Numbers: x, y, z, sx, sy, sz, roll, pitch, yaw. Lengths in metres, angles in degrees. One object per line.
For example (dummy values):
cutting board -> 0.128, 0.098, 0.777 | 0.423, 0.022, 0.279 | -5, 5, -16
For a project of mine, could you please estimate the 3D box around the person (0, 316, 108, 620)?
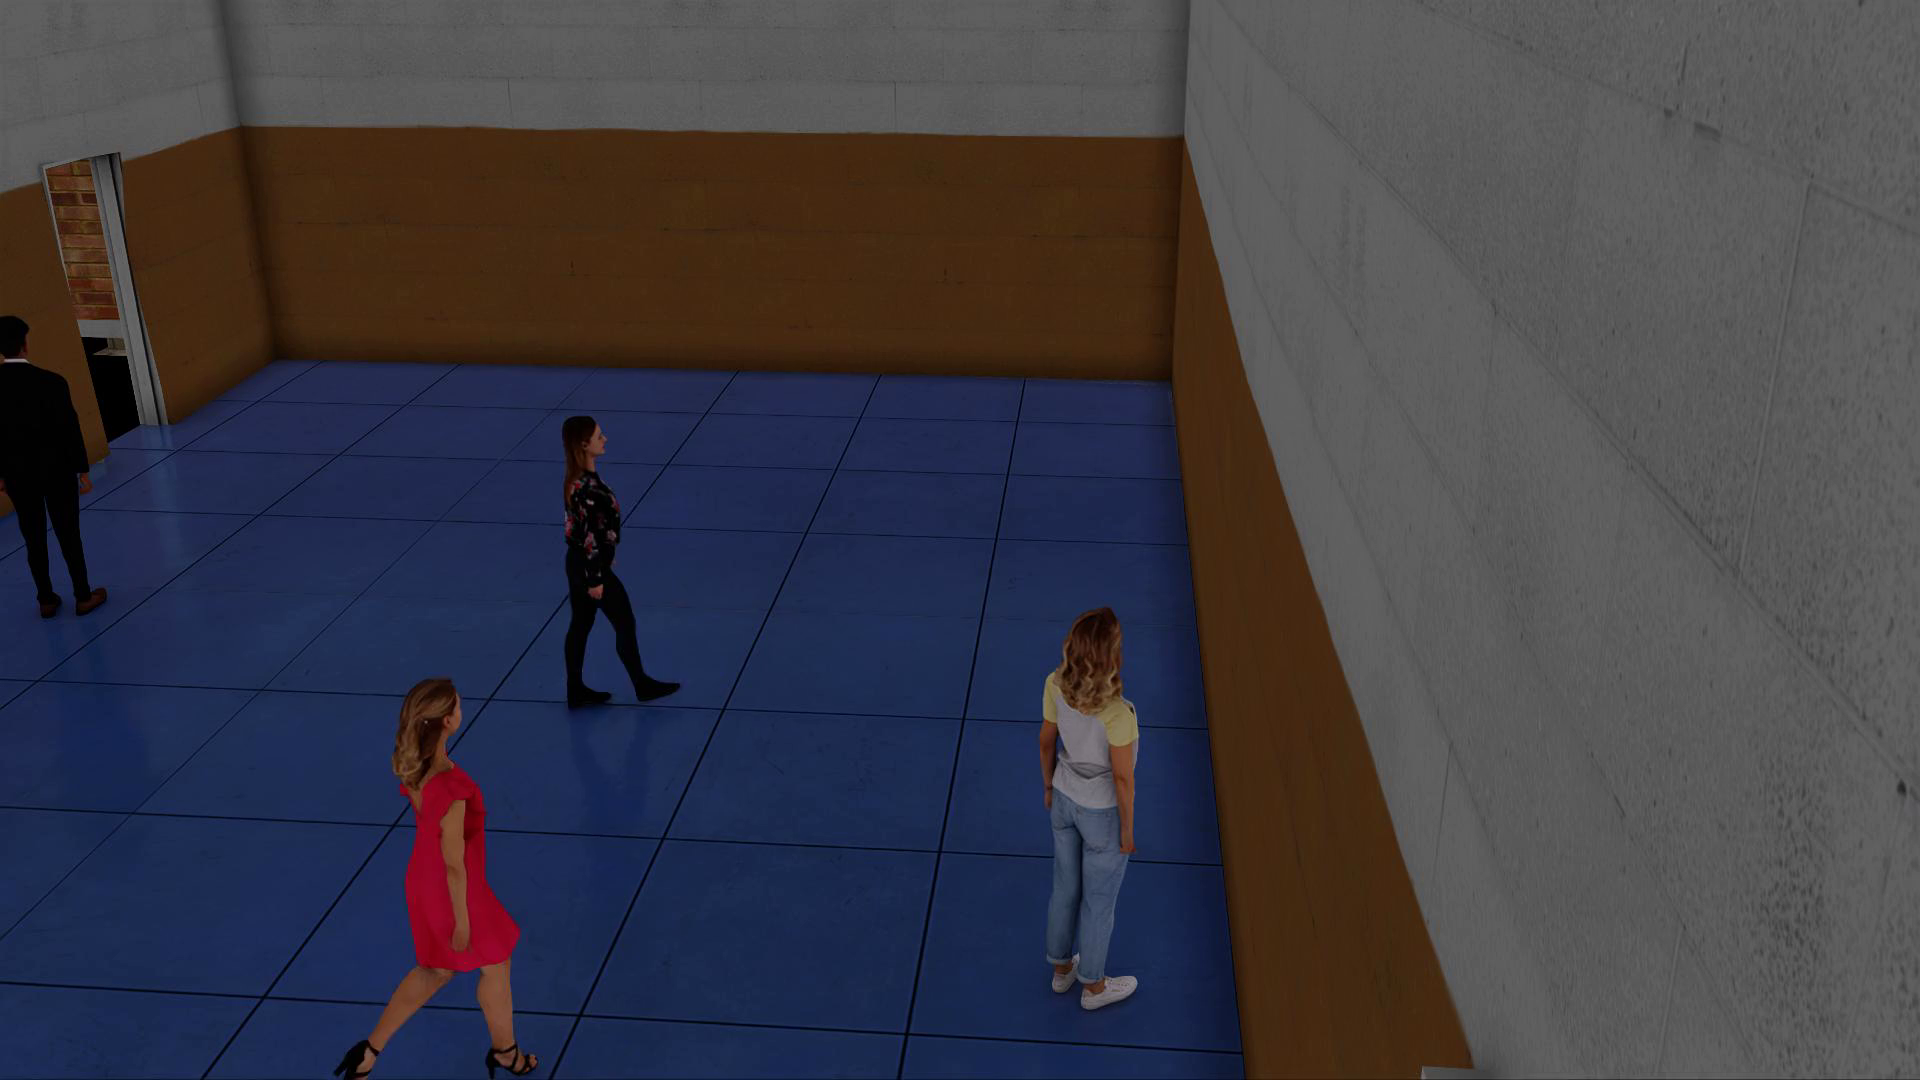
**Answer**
person -> -5.607, -0.436, 10.100 | 0.611, 1.883, 0.823 | -5, 22, -12

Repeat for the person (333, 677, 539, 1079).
person -> -1.933, 1.314, 5.996 | 1.005, 1.696, 0.950 | -16, 27, -35

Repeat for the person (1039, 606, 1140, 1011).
person -> 0.510, 1.061, 6.570 | 0.767, 1.722, 0.696 | -19, 29, -39

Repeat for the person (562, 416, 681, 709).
person -> -2.056, 0.157, 8.918 | 0.947, 1.665, 0.815 | -8, 23, -20
